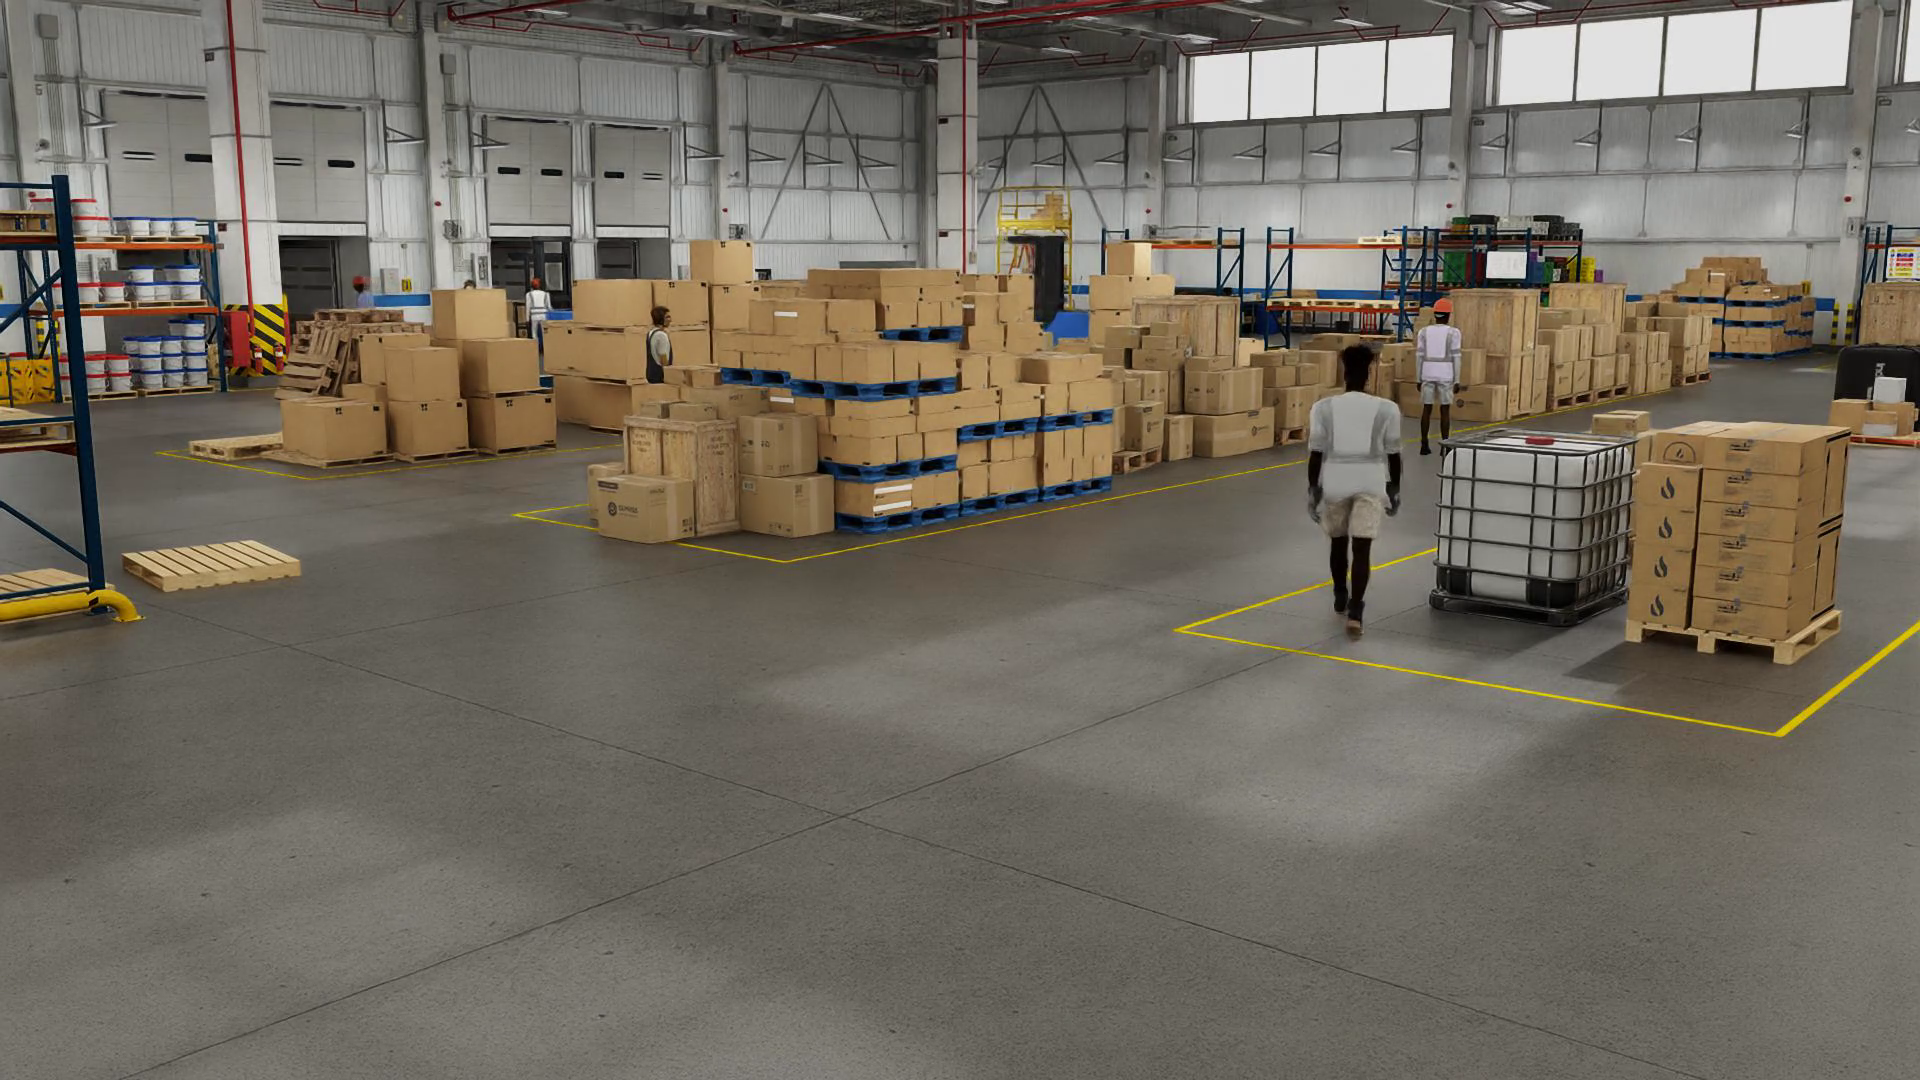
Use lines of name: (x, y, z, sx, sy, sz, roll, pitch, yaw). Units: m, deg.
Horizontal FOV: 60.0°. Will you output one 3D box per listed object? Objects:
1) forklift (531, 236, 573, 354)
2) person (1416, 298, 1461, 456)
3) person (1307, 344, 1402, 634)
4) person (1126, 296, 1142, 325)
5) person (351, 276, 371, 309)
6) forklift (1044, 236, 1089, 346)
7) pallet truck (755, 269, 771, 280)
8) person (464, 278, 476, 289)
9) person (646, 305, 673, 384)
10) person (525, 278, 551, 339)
forklift: (-9.601, -5.790, 39.356, 1.873, 2.768, 1.129, 8, 13, 40)
person: (5.891, -2.002, 20.473, 0.548, 1.937, 0.379, 7, 12, 33)
person: (2.639, -0.353, 11.161, 0.615, 1.921, 1.011, 3, 10, 17)
person: (2.608, -2.531, 23.681, 0.591, 1.878, 0.992, 8, 13, 37)
person: (-13.252, -4.849, 36.713, 0.496, 1.923, 0.569, -9, 13, -42)
forklift: (2.208, -5.630, 38.448, 1.873, 2.768, 1.129, 2, 10, 14)
pallet truck: (-4.996, -6.432, 45.525, 1.885, 1.965, 0.823, -6, 12, -32)
person: (-10.038, -4.402, 34.167, 0.646, 1.924, 0.433, -3, 10, -18)
person: (-3.680, -1.955, 20.466, 0.348, 1.847, 0.505, -6, 11, -29)
person: (-9.846, -5.190, 38.893, 0.609, 1.861, 0.883, -5, 11, -28)
